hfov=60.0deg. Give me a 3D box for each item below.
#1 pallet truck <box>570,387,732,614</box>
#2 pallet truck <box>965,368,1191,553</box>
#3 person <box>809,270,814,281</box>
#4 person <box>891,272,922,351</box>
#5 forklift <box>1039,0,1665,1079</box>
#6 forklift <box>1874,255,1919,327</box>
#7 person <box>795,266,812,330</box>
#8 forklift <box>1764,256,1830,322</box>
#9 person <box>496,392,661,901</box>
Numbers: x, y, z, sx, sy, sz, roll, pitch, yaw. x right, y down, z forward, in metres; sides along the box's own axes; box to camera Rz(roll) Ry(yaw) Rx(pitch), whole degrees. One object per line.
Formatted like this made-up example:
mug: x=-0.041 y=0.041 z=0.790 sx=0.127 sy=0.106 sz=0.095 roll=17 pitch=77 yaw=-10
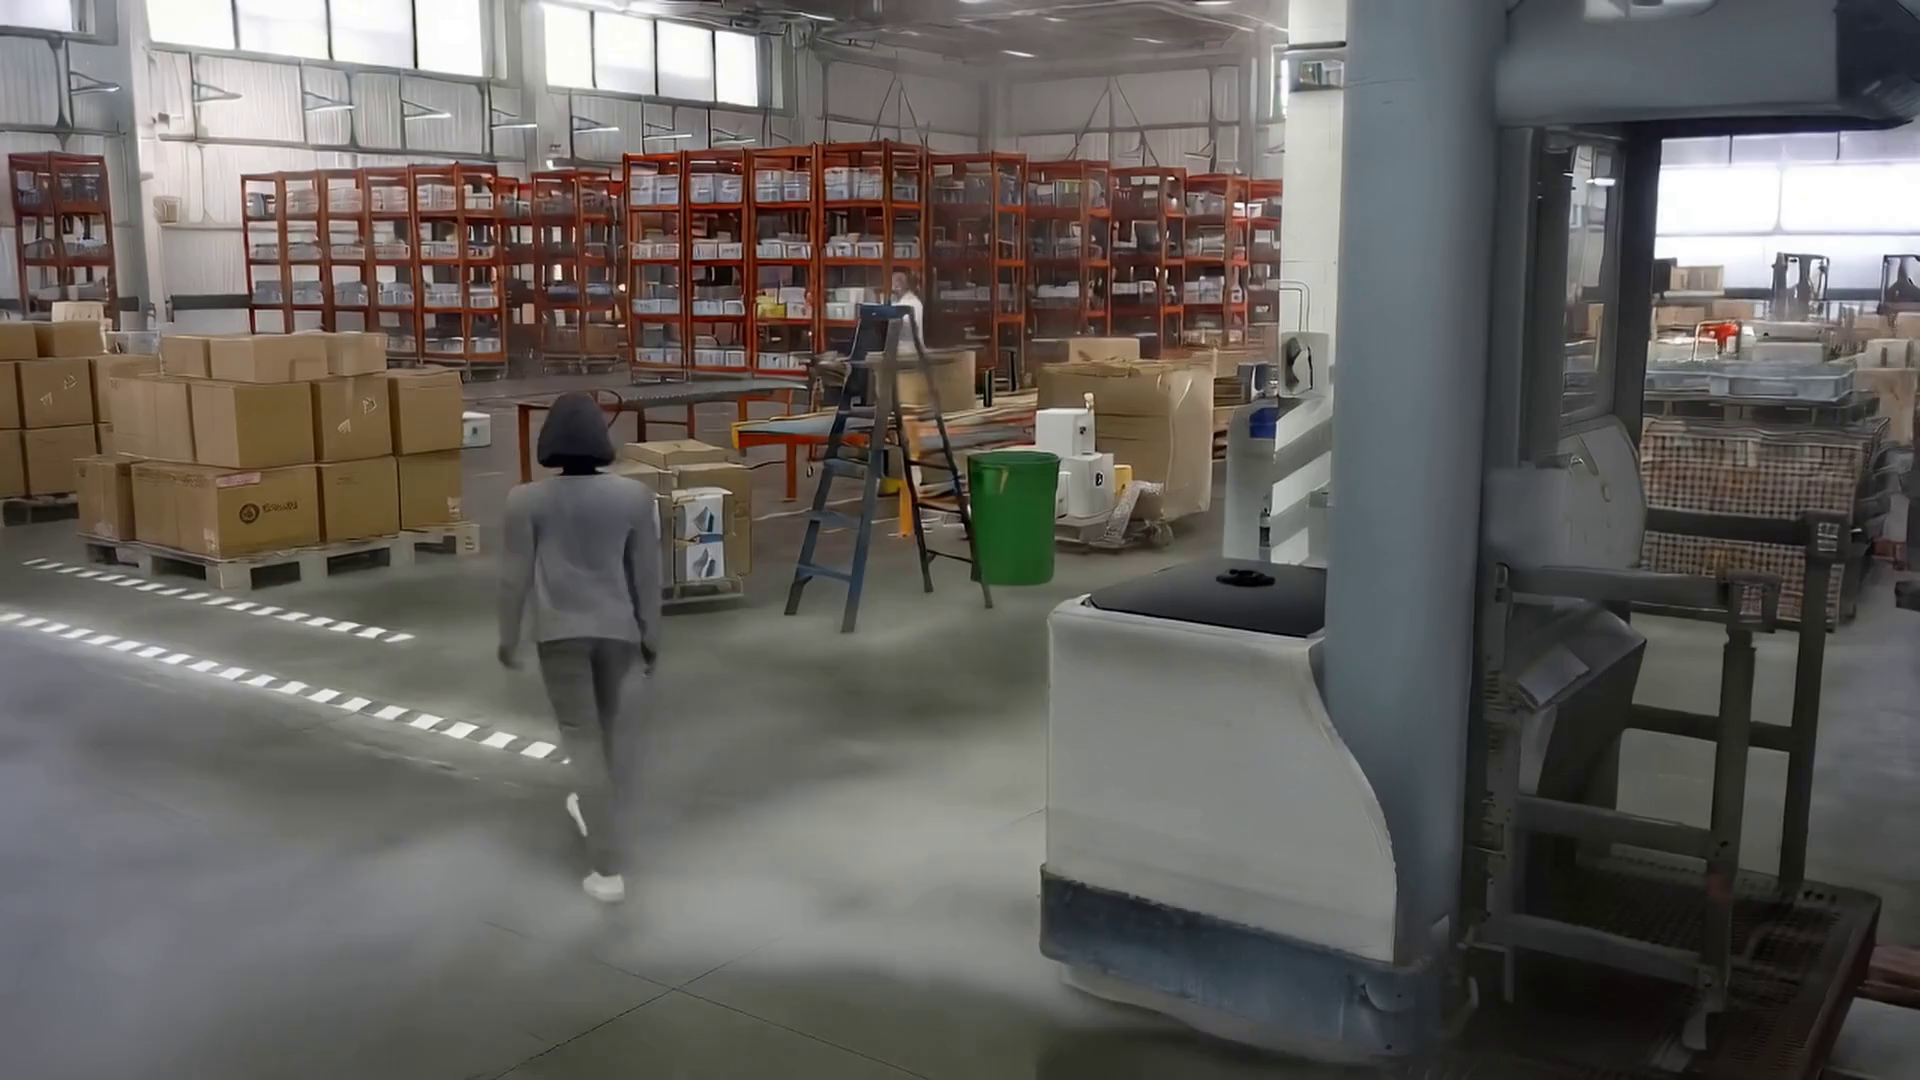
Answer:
pallet truck: x=-1.981 y=-0.274 z=10.088 sx=0.680 sy=1.201 sz=1.601 roll=-5 pitch=11 yaw=-28
pallet truck: x=0.845 y=-0.609 z=11.869 sx=1.630 sy=1.274 sz=0.653 roll=7 pitch=12 yaw=35
person: x=-2.786 y=-4.219 z=31.733 sx=0.390 sy=1.850 sz=0.565 roll=-1 pitch=10 yaw=-3
person: x=-0.645 y=-2.553 z=21.742 sx=0.809 sy=1.877 sz=0.656 roll=-4 pitch=10 yaw=-24
forklift: x=1.249 y=-0.137 z=4.360 sx=1.873 sy=2.768 sz=1.129 roll=7 pitch=12 yaw=35
forklift: x=22.089 y=-5.634 z=38.796 sx=1.157 sy=1.987 sz=2.680 roll=6 pitch=11 yaw=33
person: x=-2.748 y=-4.116 z=30.870 sx=1.017 sy=1.946 sz=0.633 roll=2 pitch=10 yaw=14
forklift: x=20.253 y=-5.854 z=40.139 sx=1.157 sy=1.987 sz=2.680 roll=7 pitch=12 yaw=35
person: x=-1.249 y=0.320 z=5.439 sx=0.500 sy=1.590 sz=0.857 roll=-6 pitch=11 yaw=-33
